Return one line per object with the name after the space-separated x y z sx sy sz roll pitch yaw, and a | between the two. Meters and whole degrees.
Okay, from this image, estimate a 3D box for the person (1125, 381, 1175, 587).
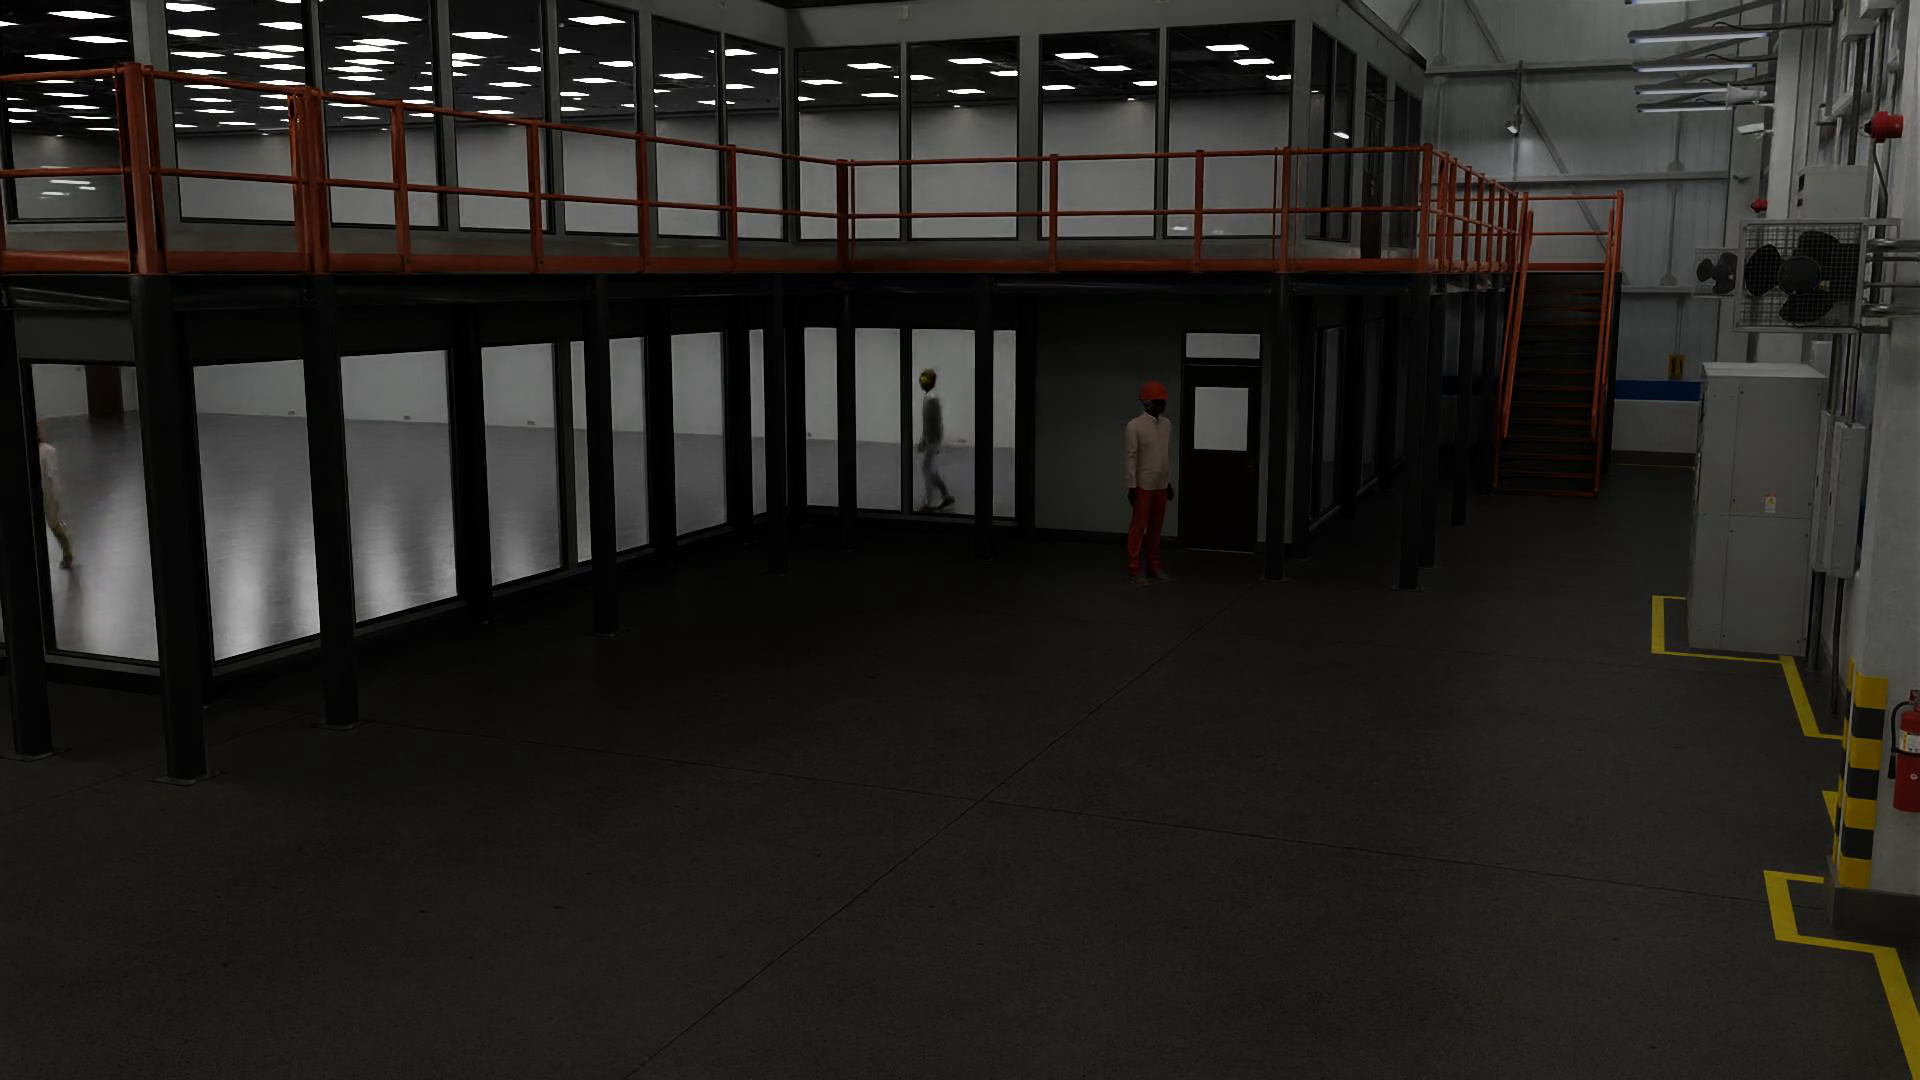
1.859 -0.546 16.162 0.625 1.991 0.391 -8 12 -41 | person
